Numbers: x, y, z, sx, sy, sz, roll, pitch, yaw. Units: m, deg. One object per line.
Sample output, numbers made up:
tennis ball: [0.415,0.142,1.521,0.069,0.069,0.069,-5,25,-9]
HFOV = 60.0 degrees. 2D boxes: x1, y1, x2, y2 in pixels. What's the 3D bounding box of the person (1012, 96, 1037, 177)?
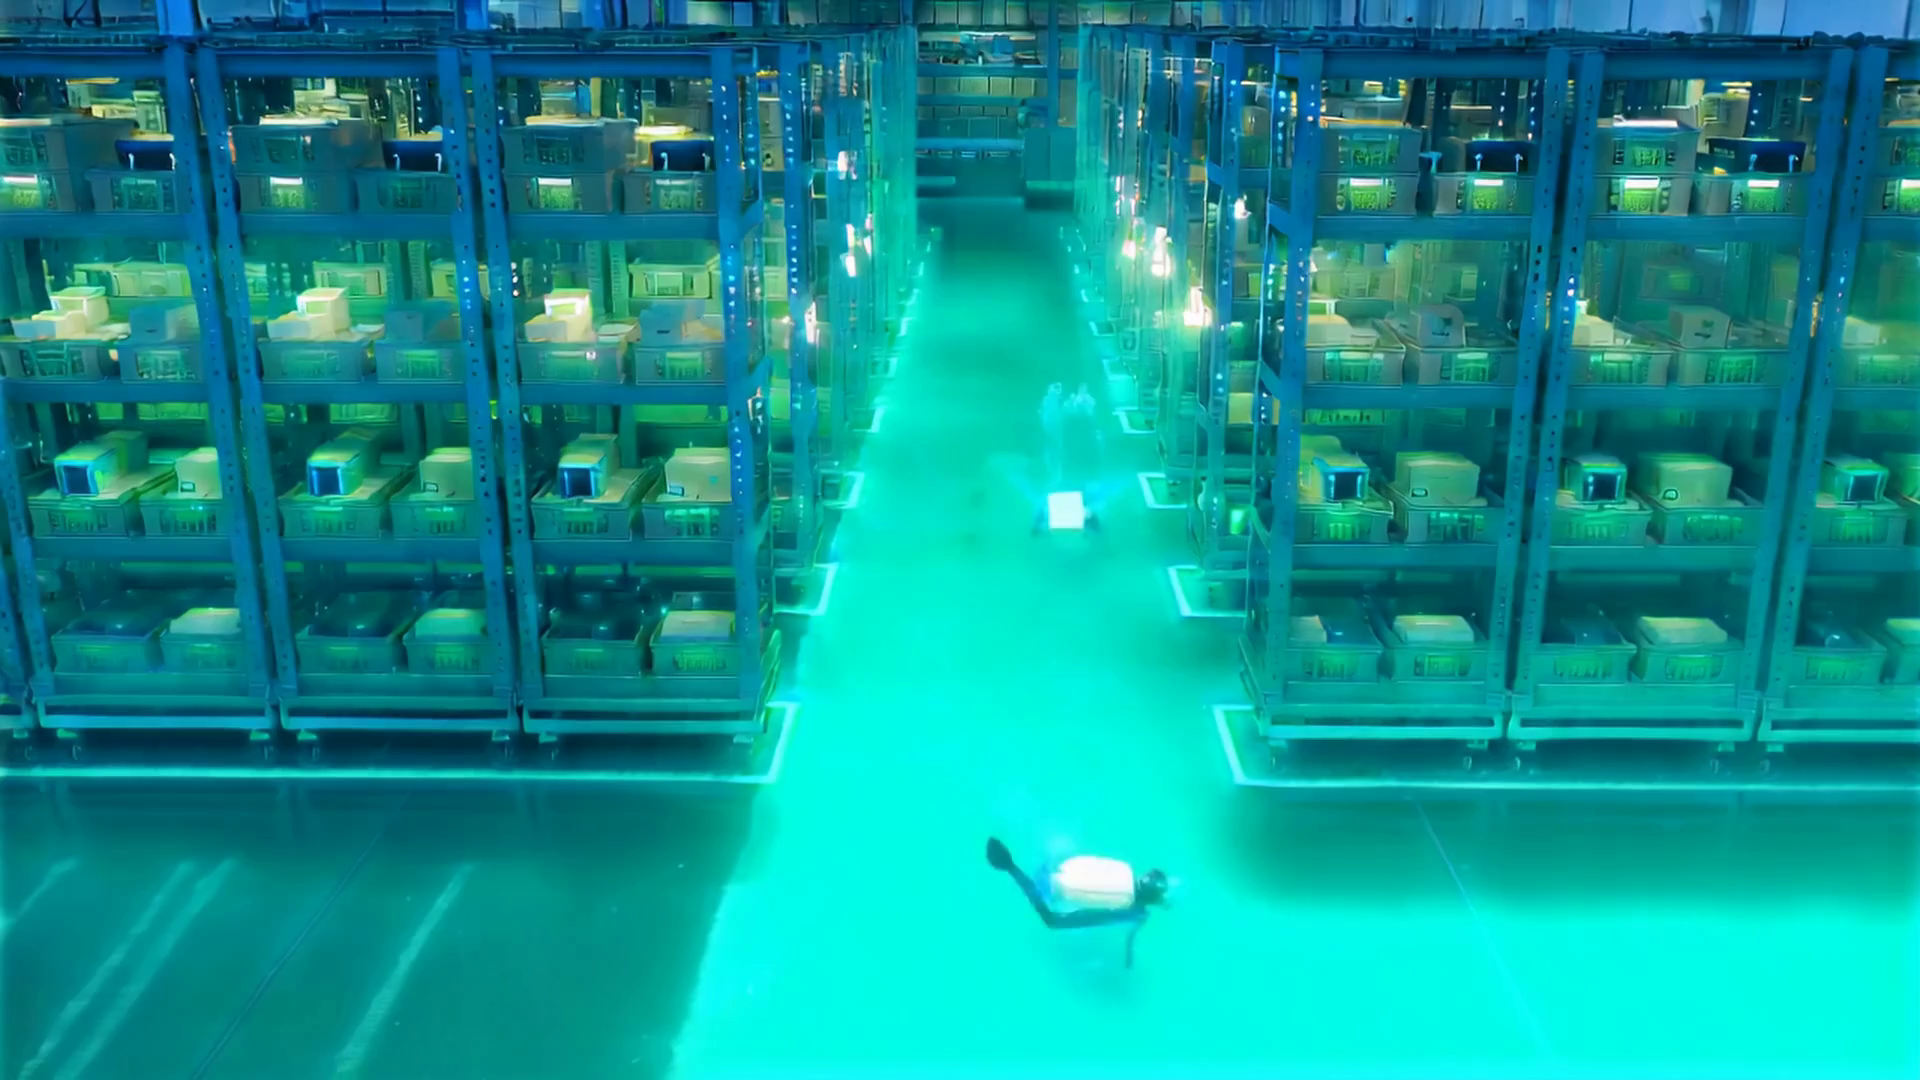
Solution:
person: [1.617,-9.886,40.726,0.615,1.923,0.802,12,21,34]
